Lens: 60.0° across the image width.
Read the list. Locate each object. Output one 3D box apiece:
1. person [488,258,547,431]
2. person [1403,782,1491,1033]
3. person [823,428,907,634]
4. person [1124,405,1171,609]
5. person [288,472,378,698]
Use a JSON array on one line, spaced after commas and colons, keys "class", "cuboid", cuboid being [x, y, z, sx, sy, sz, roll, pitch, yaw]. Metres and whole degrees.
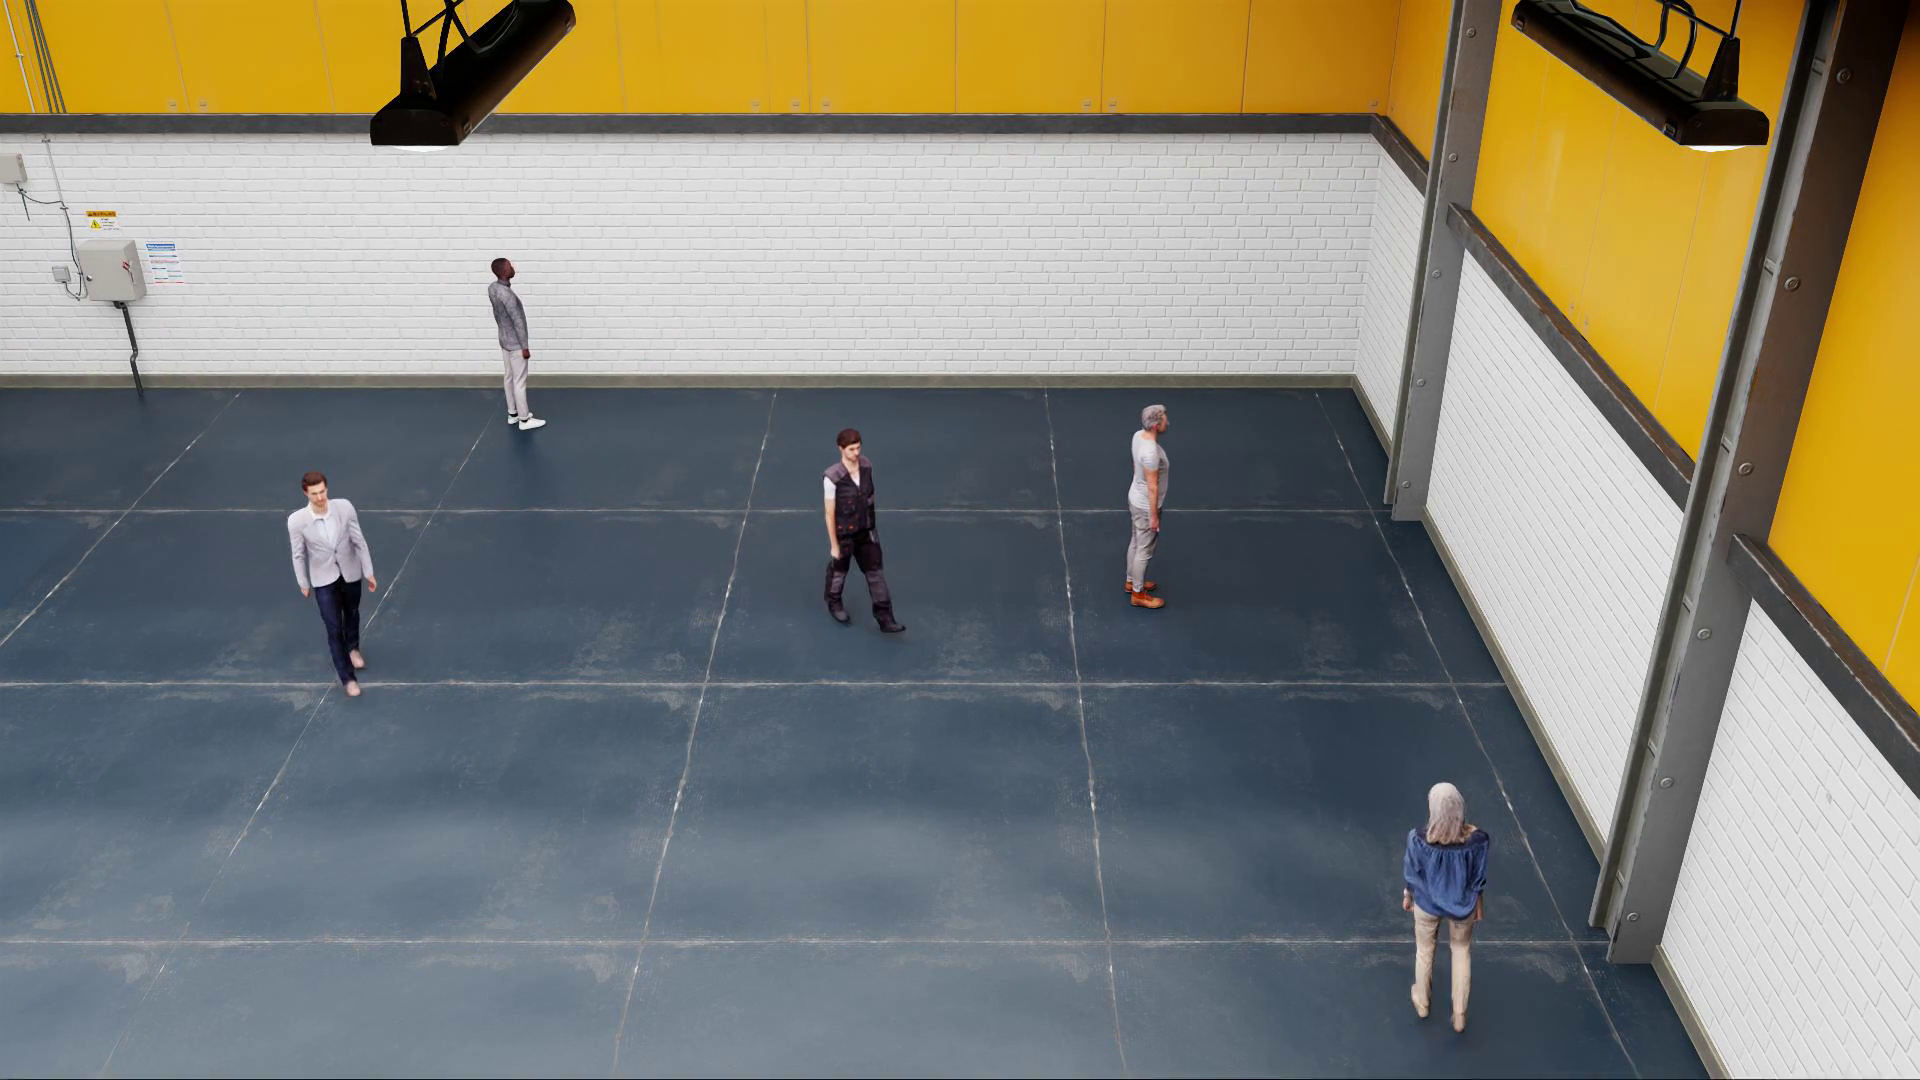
[{"class": "person", "cuboid": [-4.669, -2.056, 17.314, 0.813, 1.839, 0.723, -21, 35, -33]}, {"class": "person", "cuboid": [2.855, 2.160, 9.747, 0.713, 1.684, 0.746, 10, 30, 18]}, {"class": "person", "cuboid": [-0.956, -0.104, 13.763, 1.090, 1.813, 1.212, -20, 35, -33]}, {"class": "person", "cuboid": [1.575, -0.308, 14.122, 0.777, 1.827, 0.515, -3, 29, -6]}, {"class": "person", "cuboid": [-4.943, 0.249, 13.113, 1.053, 1.815, 1.187, -19, 34, -31]}]
